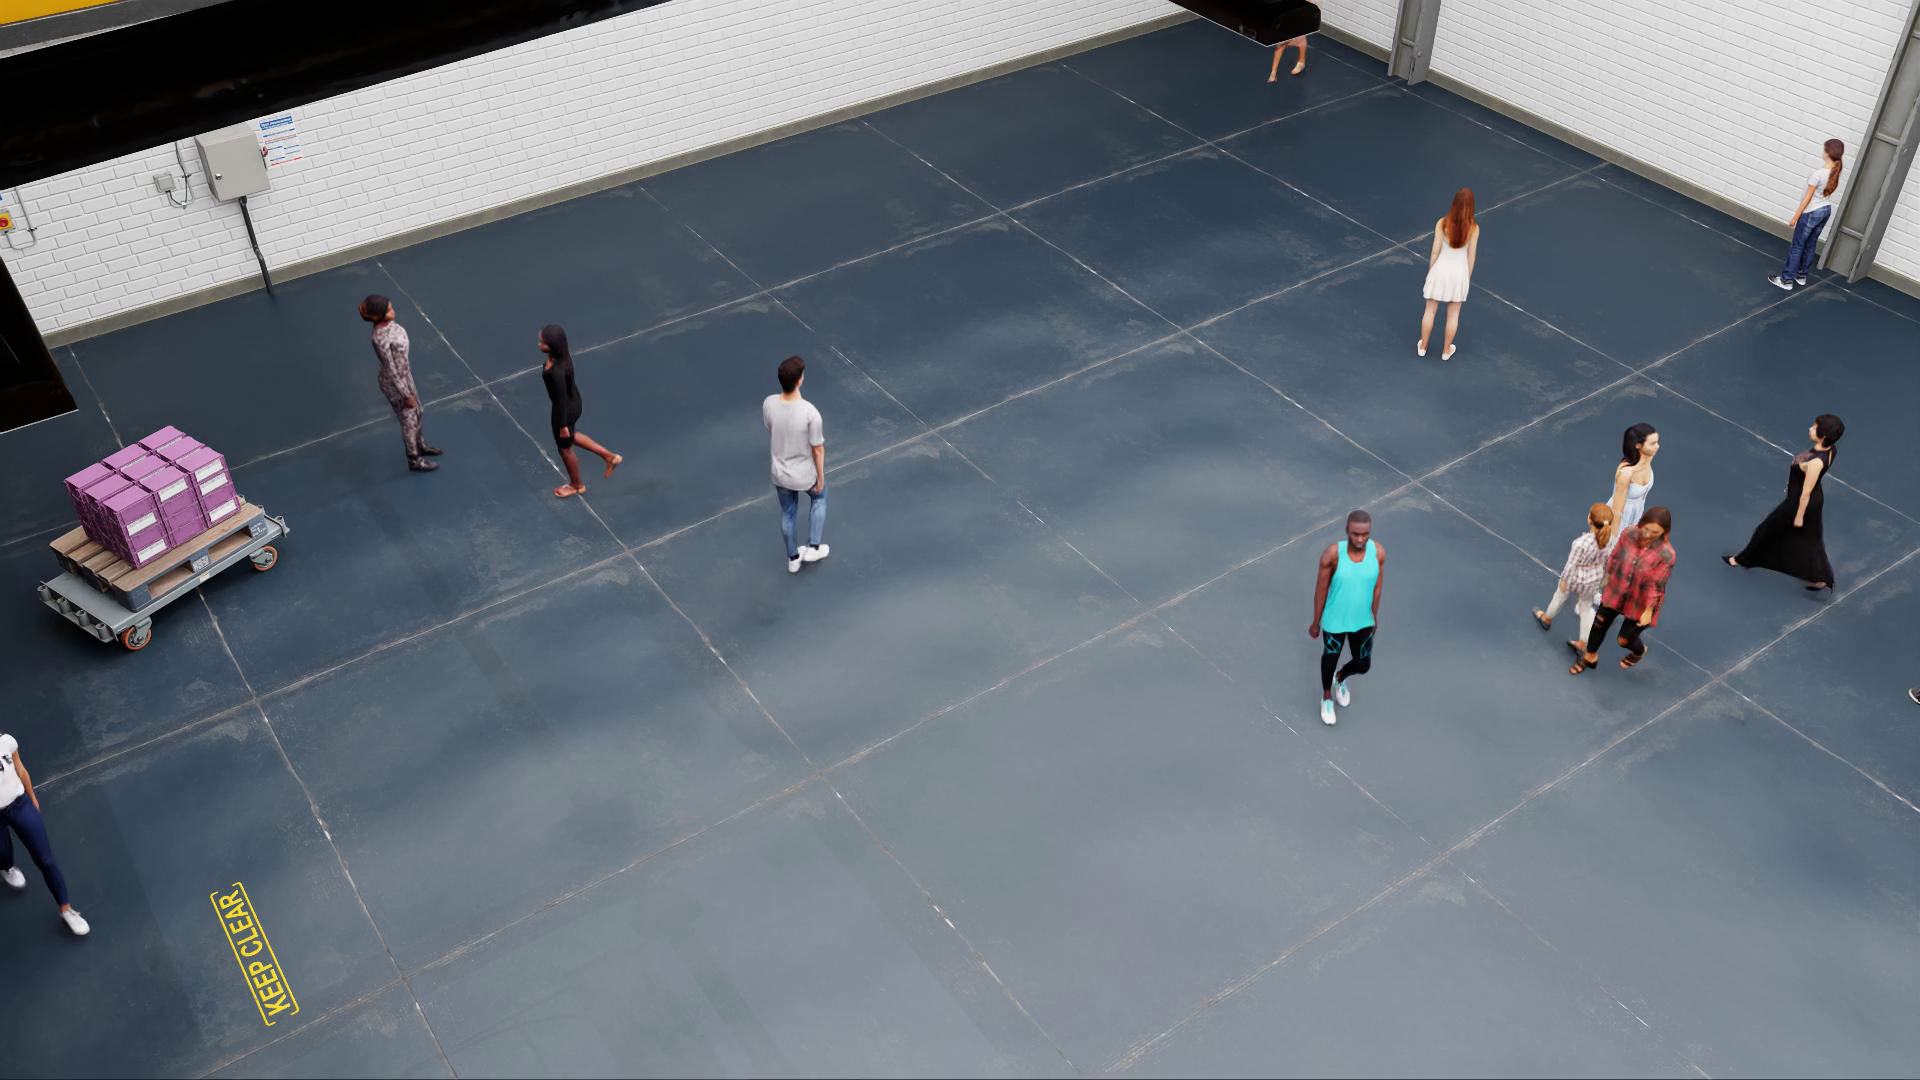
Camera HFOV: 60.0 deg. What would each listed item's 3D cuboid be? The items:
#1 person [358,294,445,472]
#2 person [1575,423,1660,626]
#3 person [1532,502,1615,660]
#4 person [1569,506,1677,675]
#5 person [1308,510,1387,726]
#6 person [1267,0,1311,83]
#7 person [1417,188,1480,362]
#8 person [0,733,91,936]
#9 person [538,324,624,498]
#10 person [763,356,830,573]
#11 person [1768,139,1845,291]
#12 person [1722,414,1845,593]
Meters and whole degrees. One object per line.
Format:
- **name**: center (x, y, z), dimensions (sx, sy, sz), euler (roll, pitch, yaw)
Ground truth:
- **person**: center (-4.737, -1.315, 13.903), dimensions (0.768, 1.714, 0.678), euler (-3, 39, -4)
- **person**: center (4.920, -0.140, 12.421), dimensions (0.617, 1.727, 0.639), euler (29, 47, 31)
- **person**: center (4.611, 0.308, 12.210), dimensions (0.716, 1.290, 0.897), euler (-9, 40, -11)
- **person**: center (4.813, 0.409, 11.777), dimensions (0.717, 1.674, 0.685), euler (-15, 41, -18)
- **person**: center (2.675, 0.481, 11.584), dimensions (0.785, 1.802, 0.826), euler (-1, 39, -1)
- **person**: center (4.146, -6.518, 20.358), dimensions (0.851, 1.789, 1.027), euler (-32, 48, -33)
- **person**: center (4.511, -2.452, 15.329), dimensions (0.624, 1.712, 0.707), euler (13, 41, 16)
- **person**: center (-5.869, 1.674, 10.133), dimensions (1.160, 1.747, 0.812), euler (26, 45, 29)
- **person**: center (-3.128, -1.046, 13.579), dimensions (0.900, 1.699, 0.898), euler (-6, 39, -8)
- **person**: center (-1.305, -0.513, 12.773), dimensions (0.806, 1.871, 0.880), euler (12, 40, 14)
- **person**: center (8.425, -3.230, 16.421), dimensions (0.573, 1.564, 0.571), euler (-16, 41, -19)
- **person**: center (6.505, -0.239, 12.677), dimensions (1.092, 1.562, 0.712), euler (30, 48, 32)
